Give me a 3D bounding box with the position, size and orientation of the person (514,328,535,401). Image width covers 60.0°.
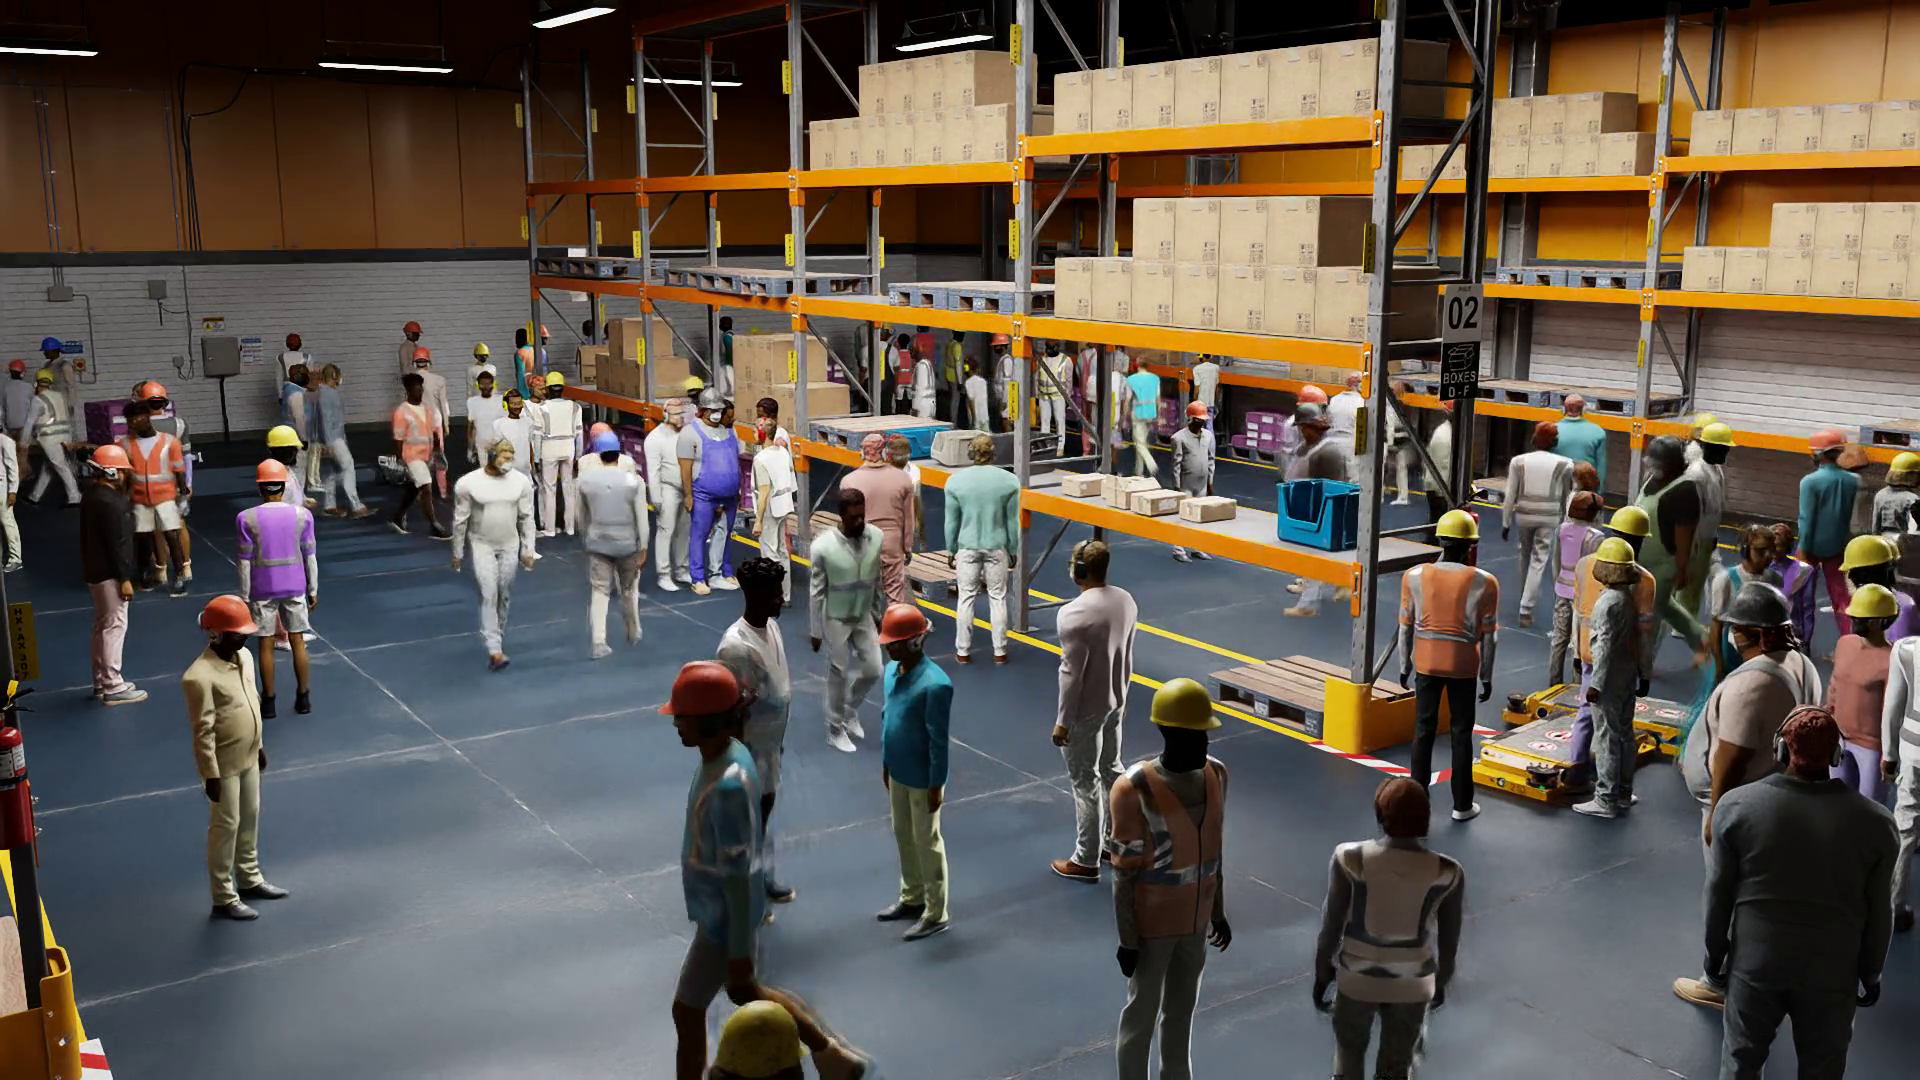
[{"bbox_3d":[-6.892,-2.407,26.486,0.374,1.917,0.597,2,11,12],"label":"person"}]

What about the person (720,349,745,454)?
[{"bbox_3d":[-3.238,-1.907,24.117,0.597,1.852,0.709,-5,12,-25],"label":"person"}]

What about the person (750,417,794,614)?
[{"bbox_3d":[-1.749,-0.226,15.508,0.372,1.843,0.570,4,12,18],"label":"person"}]

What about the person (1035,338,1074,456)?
[{"bbox_3d":[1.432,-2.209,25.678,0.624,1.841,0.430,6,12,27],"label":"person"}]

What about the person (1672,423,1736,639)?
[{"bbox_3d":[6.500,-0.070,14.527,0.397,1.920,0.586,9,14,39],"label":"person"}]

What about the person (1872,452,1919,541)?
[{"bbox_3d":[7.843,0.134,13.929,0.289,1.745,0.485,-3,11,-14],"label":"person"}]

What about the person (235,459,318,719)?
[{"bbox_3d":[-5.049,0.360,12.325,0.548,1.924,0.387,-7,13,-33],"label":"person"}]

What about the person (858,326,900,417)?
[{"bbox_3d":[-1.321,-2.454,26.410,0.697,2.000,0.535,-8,14,-35],"label":"person"}]

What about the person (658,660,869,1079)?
[{"bbox_3d":[-0.856,1.442,6.575,0.952,2.015,0.620,-2,11,-8],"label":"person"}]

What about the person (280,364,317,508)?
[{"bbox_3d":[-8.404,-1.325,21.183,0.431,1.836,0.635,-6,13,-28],"label":"person"}]

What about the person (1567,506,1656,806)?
[{"bbox_3d":[4.104,0.730,10.449,0.395,1.913,0.592,-6,13,-28],"label":"person"}]

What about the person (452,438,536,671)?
[{"bbox_3d":[-3.783,0.120,13.644,0.666,1.883,0.974,-6,13,-28],"label":"person"}]

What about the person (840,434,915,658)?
[{"bbox_3d":[-0.697,0.063,13.889,0.636,1.903,0.404,-2,11,-12],"label":"person"}]

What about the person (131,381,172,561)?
[{"bbox_3d":[-8.681,-0.749,17.949,0.355,1.937,0.634,-4,12,-21],"label":"person"}]

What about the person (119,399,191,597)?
[{"bbox_3d":[-7.876,-0.418,16.300,0.670,1.933,0.578,-1,11,-4],"label":"person"}]

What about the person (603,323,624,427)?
[{"bbox_3d":[-6.164,-2.897,29.214,0.562,1.836,0.392,5,12,23],"label":"person"}]

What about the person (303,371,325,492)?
[{"bbox_3d":[-8.695,-1.461,22.398,0.277,1.627,0.502,-1,11,-5],"label":"person"}]

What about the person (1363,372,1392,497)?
[{"bbox_3d":[5.525,-1.423,22.019,0.540,1.695,0.318,8,14,35],"label":"person"}]

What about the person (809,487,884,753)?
[{"bbox_3d":[-0.764,0.547,11.450,0.619,1.884,0.483,-8,14,-36],"label":"person"}]

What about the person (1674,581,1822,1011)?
[{"bbox_3d":[3.676,1.179,7.818,0.681,2.000,0.535,-9,14,-37],"label":"person"}]

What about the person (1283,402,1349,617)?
[{"bbox_3d":[3.384,-0.329,15.535,0.784,2.000,0.707,-1,11,-7],"label":"person"}]

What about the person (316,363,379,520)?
[{"bbox_3d":[-7.512,-1.205,20.397,0.777,1.896,0.659,-2,11,-12],"label":"person"}]

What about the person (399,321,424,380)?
[{"bbox_3d":[-8.939,-2.582,27.214,0.413,1.985,0.615,1,11,3],"label":"person"}]

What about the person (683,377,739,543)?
[{"bbox_3d":[-2.809,-0.894,18.817,0.702,1.896,0.647,-4,12,-18],"label":"person"}]

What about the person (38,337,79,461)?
[{"bbox_3d":[-13.131,-1.983,24.247,0.614,1.943,0.404,6,13,29],"label":"person"}]

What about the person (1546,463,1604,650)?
[{"bbox_3d":[5.290,0.135,14.271,0.278,1.614,0.614,-2,11,-9],"label":"person"}]

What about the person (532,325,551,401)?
[{"bbox_3d":[-6.764,-2.499,26.908,0.357,1.937,0.550,-8,14,-36],"label":"person"}]

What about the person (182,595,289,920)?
[{"bbox_3d":[-3.832,1.141,8.793,0.355,1.739,0.573,1,11,5],"label":"person"}]

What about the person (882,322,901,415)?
[{"bbox_3d":[-1.330,-3.116,30.367,0.403,1.825,0.595,-10,15,-42],"label":"person"}]

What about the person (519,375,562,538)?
[{"bbox_3d":[-4.889,-0.971,19.243,0.359,1.880,0.575,6,13,30],"label":"person"}]

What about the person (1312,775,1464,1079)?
[{"bbox_3d":[1.610,1.684,6.295,0.532,1.613,0.458,2,11,12],"label":"person"}]

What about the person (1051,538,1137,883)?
[{"bbox_3d":[0.739,0.944,9.284,0.353,1.937,0.635,9,14,39],"label":"person"}]

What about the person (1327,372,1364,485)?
[{"bbox_3d":[4.576,-1.015,19.436,0.411,1.894,0.657,-8,14,-36],"label":"person"}]

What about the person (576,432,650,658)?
[{"bbox_3d":[-2.928,0.041,14.108,0.632,1.920,0.750,-1,11,-3],"label":"person"}]

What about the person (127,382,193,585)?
[{"bbox_3d":[-8.068,-0.575,16.787,0.373,2.042,0.614,9,14,39],"label":"person"}]

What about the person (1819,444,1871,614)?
[{"bbox_3d":[8.194,-0.077,15.321,0.519,1.617,0.401,-7,13,-33],"label":"person"}]

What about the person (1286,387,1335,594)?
[{"bbox_3d":[3.439,-0.482,16.314,0.374,2.044,0.606,6,12,28],"label":"person"}]

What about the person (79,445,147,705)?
[{"bbox_3d":[-6.462,0.260,12.706,0.434,1.977,0.602,-10,15,-42],"label":"person"}]

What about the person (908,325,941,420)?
[{"bbox_3d":[-0.662,-3.066,30.099,0.631,1.836,0.432,-4,12,-21],"label":"person"}]

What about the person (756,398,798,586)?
[{"bbox_3d":[-1.845,-0.476,16.640,0.411,1.906,0.602,-4,12,-19],"label":"person"}]

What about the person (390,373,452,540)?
[{"bbox_3d":[-6.280,-0.977,19.152,0.973,1.930,0.610,4,12,18],"label":"person"}]

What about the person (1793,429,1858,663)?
[{"bbox_3d":[7.214,0.034,13.954,0.646,1.936,1.045,-3,12,-17],"label":"person"}]

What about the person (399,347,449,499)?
[{"bbox_3d":[-7.028,-1.533,21.855,0.617,1.986,0.411,-3,11,-15],"label":"person"}]

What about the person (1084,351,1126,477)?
[{"bbox_3d":[1.959,-1.648,22.540,0.608,1.942,0.415,-7,13,-30],"label":"person"}]

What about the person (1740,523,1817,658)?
[{"bbox_3d":[5.556,0.686,11.400,0.526,1.632,0.312,7,13,31],"label":"person"}]

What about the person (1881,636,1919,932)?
[{"bbox_3d":[5.004,1.134,8.491,0.340,1.876,0.576,-9,14,-37],"label":"person"}]
